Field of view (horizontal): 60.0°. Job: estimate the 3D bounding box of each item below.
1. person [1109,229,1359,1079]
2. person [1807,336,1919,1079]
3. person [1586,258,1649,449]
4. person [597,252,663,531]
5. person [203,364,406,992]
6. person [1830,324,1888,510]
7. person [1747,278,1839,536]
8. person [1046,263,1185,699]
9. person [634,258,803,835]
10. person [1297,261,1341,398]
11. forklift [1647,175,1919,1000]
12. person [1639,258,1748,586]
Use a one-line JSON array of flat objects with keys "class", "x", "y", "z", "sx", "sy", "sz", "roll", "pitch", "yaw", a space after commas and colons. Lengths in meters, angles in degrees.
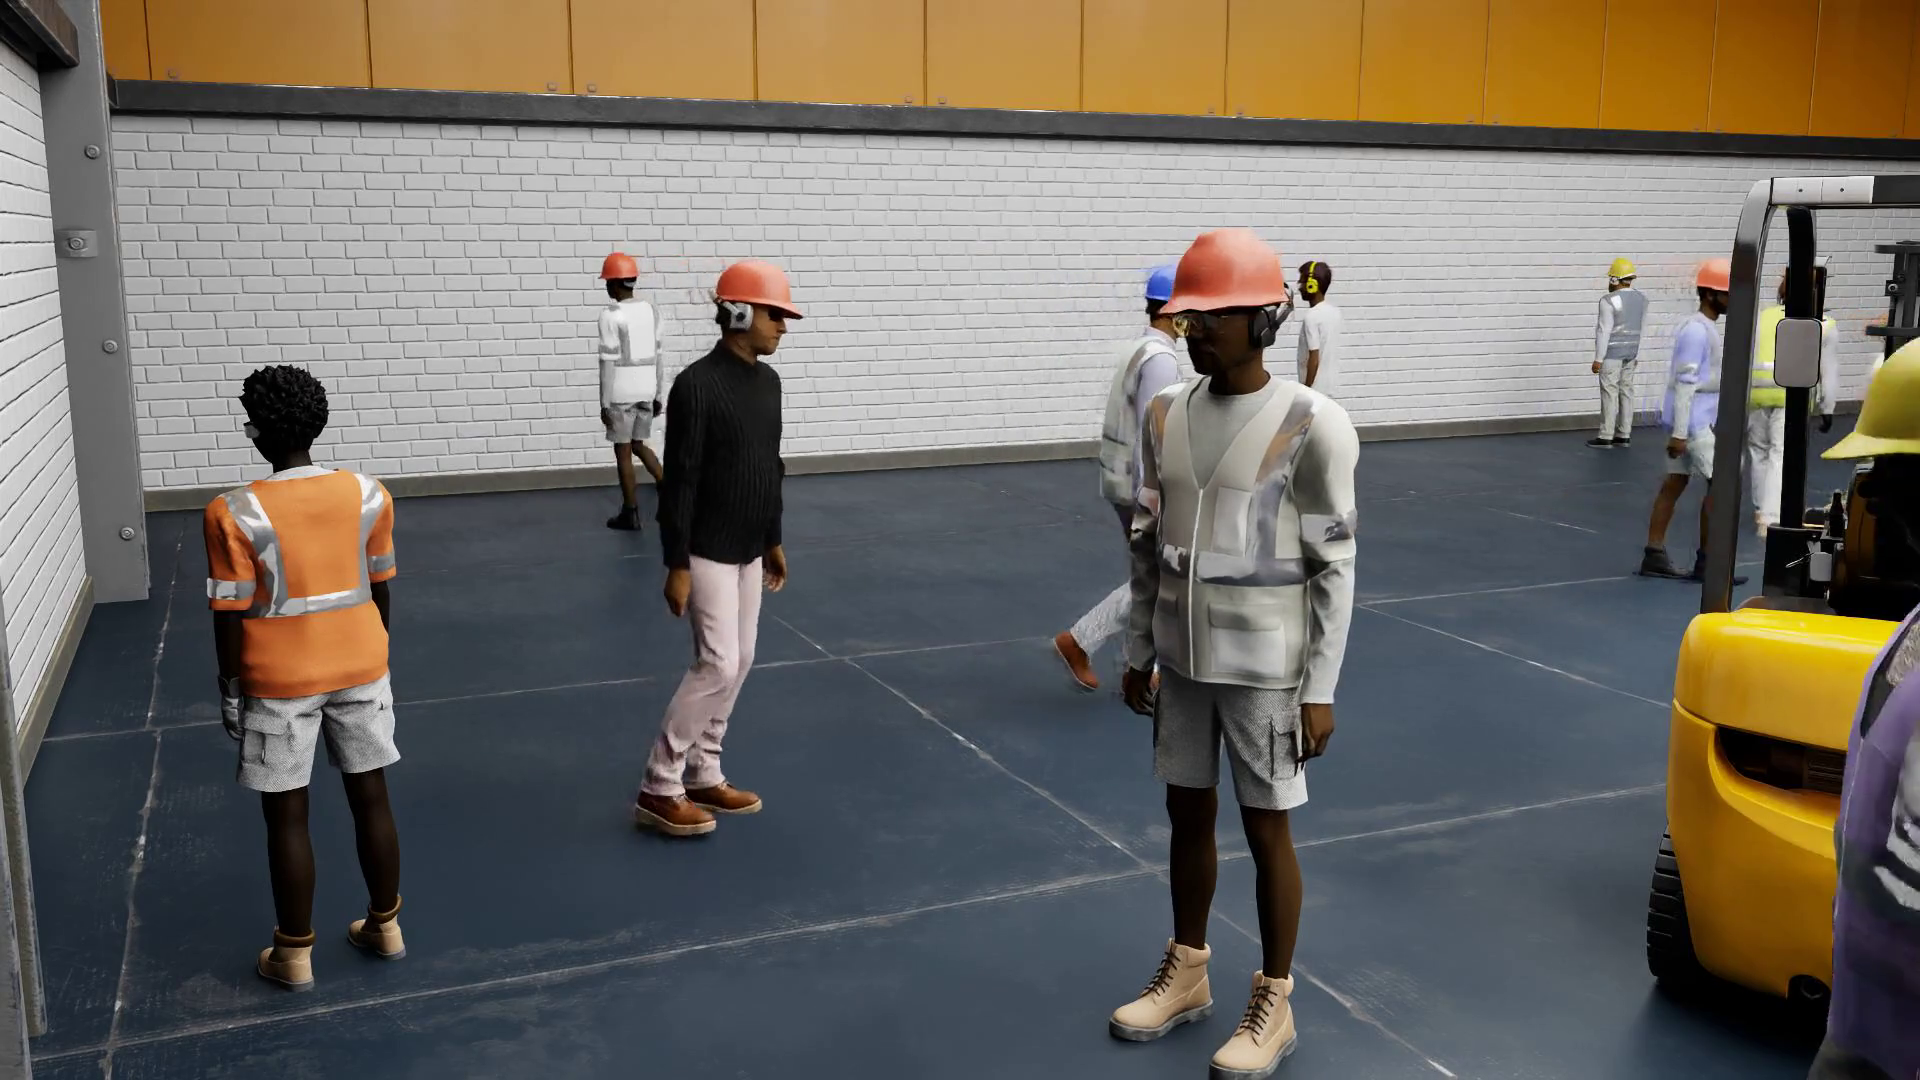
[{"class": "person", "x": 0.633, "y": 0.286, "z": 4.018, "sx": 0.378, "sy": 2.041, "sz": 0.616, "roll": -10, "pitch": 14, "yaw": -43}, {"class": "person", "x": 1.372, "y": 0.664, "z": 2.312, "sx": 0.707, "sy": 1.907, "sz": 0.619, "roll": 3, "pitch": 11, "yaw": 16}, {"class": "person", "x": 6.345, "y": -1.800, "z": 16.086, "sx": 0.590, "sy": 1.837, "sz": 0.403, "roll": -6, "pitch": 12, "yaw": -29}, {"class": "person", "x": -2.250, "y": -1.010, "z": 11.470, "sx": 0.512, "sy": 1.926, "sz": 0.559, "roll": 7, "pitch": 13, "yaw": 35}, {"class": "person", "x": -1.761, "y": 0.373, "z": 4.513, "sx": 0.320, "sy": 1.694, "sz": 0.531, "roll": 9, "pitch": 14, "yaw": 42}, {"class": "person", "x": 5.564, "y": -0.605, "z": 10.119, "sx": 0.546, "sy": 1.603, "sz": 0.643, "roll": -8, "pitch": 13, "yaw": -36}, {"class": "person", "x": 5.684, "y": -0.931, "z": 11.493, "sx": 0.645, "sy": 1.788, "sz": 0.815, "roll": 9, "pitch": 14, "yaw": 41}, {"class": "person", "x": 0.759, "y": -0.224, "z": 7.161, "sx": 0.632, "sy": 1.920, "sz": 0.647, "roll": 0, "pitch": 10, "yaw": -1}, {"class": "person", "x": -0.788, "y": 0.023, "z": 5.721, "sx": 0.527, "sy": 1.960, "sz": 0.647, "roll": 4, "pitch": 11, "yaw": 19}, {"class": "person", "x": 2.480, "y": -1.005, "z": 11.636, "sx": 0.310, "sy": 1.861, "sz": 0.533, "roll": 6, "pitch": 12, "yaw": 31}, {"class": "forklift", "x": 2.810, "y": 0.094, "z": 4.662, "sx": 1.214, "sy": 2.155, "sz": 2.313, "roll": 7, "pitch": 12, "yaw": 34}, {"class": "person", "x": 4.403, "y": -0.685, "z": 9.749, "sx": 0.735, "sy": 1.900, "sz": 0.535, "roll": 4, "pitch": 11, "yaw": 22}]
